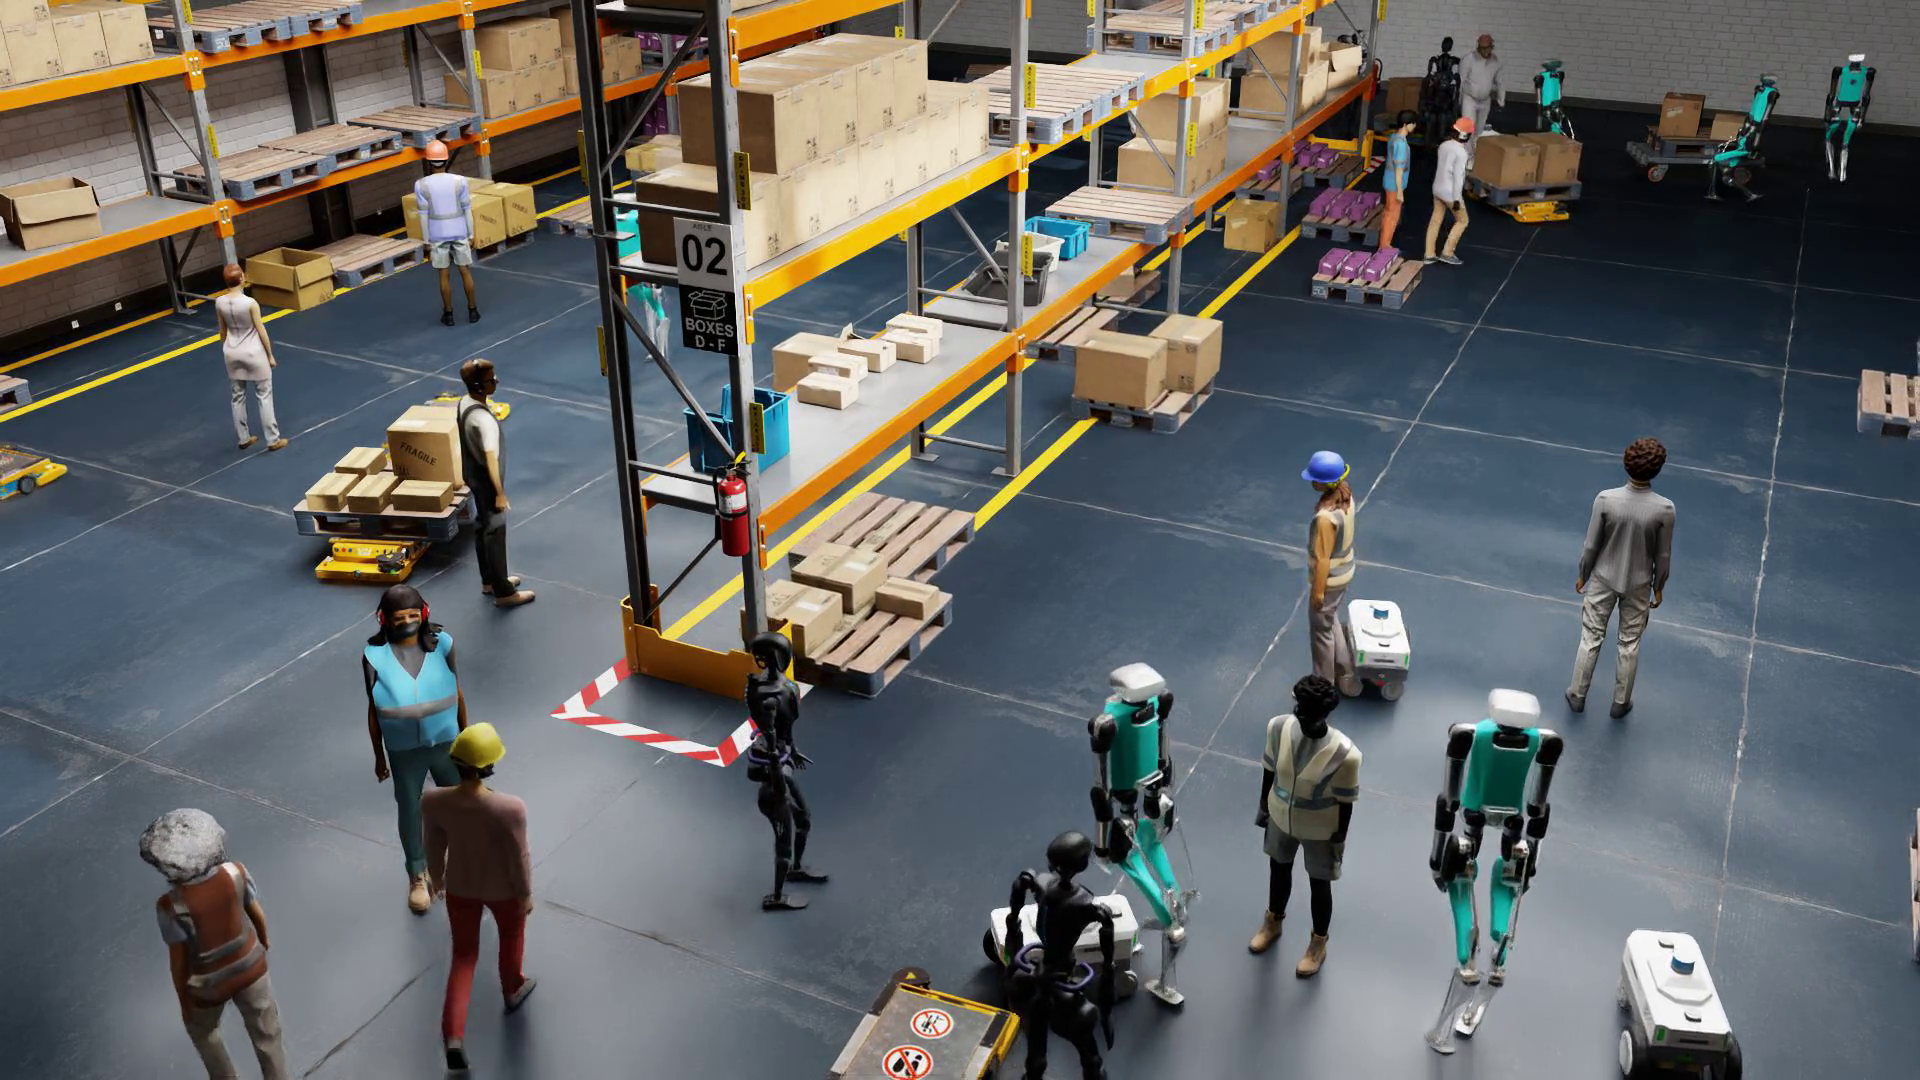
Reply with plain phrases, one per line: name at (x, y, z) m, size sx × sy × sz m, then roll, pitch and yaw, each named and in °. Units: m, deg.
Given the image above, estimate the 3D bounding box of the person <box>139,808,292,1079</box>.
person at (-3.262, 1.888, 7.374) m, size 0.547 × 1.666 × 0.481 m, roll 24°, pitch 35°, yaw 39°

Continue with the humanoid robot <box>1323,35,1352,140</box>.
humanoid robot at (5.569, -6.605, 24.519) m, size 0.350 × 1.650 × 0.590 m, roll 10°, pitch 28°, yaw 18°

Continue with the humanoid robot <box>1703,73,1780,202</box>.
humanoid robot at (10.082, -5.171, 21.596) m, size 1.028 × 1.734 × 0.538 m, roll 1°, pitch 26°, yaw 2°

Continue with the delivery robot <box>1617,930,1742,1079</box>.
delivery robot at (3.410, 2.238, 7.948) m, size 0.499 × 0.606 × 0.801 m, roll 4°, pitch 27°, yaw 7°

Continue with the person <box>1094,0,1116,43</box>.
person at (2.517, -8.948, 28.981) m, size 0.410 × 1.931 × 0.533 m, roll -5°, pitch 27°, yaw -10°

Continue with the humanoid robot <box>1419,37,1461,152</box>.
humanoid robot at (7.041, -6.499, 24.332) m, size 0.610 × 1.628 × 0.472 m, roll -2°, pitch 26°, yaw -4°

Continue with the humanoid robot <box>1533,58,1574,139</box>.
humanoid robot at (8.009, -5.464, 22.195) m, size 0.536 × 1.791 × 0.808 m, roll -17°, pitch 31°, yaw -31°

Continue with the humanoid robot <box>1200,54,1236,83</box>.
humanoid robot at (3.542, -6.302, 23.863) m, size 0.541 × 1.765 × 0.932 m, roll 23°, pitch 34°, yaw 38°

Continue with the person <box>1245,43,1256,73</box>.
person at (4.722, -7.622, 26.367) m, size 0.391 × 1.875 × 0.564 m, roll -6°, pitch 27°, yaw -13°

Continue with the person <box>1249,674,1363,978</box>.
person at (1.721, 1.408, 8.328) m, size 0.533 × 1.692 × 0.320 m, roll 21°, pitch 33°, yaw 36°

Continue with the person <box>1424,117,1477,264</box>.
person at (5.708, -4.041, 19.289) m, size 0.510 × 1.722 × 0.584 m, roll -9°, pitch 28°, yaw -17°

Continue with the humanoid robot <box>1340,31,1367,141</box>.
humanoid robot at (5.889, -6.829, 24.995) m, size 0.611 × 1.629 × 0.598 m, roll 20°, pitch 32°, yaw 34°

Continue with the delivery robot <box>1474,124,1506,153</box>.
delivery robot at (7.572, -5.654, 23.897) m, size 0.811 × 0.613 × 0.499 m, roll 11°, pitch 28°, yaw 20°

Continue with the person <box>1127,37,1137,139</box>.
person at (2.689, -7.085, 25.373) m, size 0.516 × 1.796 × 0.914 m, roll -4°, pitch 27°, yaw -8°

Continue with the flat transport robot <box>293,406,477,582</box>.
flat transport robot at (-4.387, -0.083, 12.945) m, size 0.659 × 0.231 × 1.431 m, roll 3°, pitch 26°, yaw 6°

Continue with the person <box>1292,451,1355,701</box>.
person at (2.352, 0.238, 10.609) m, size 0.440 × 1.761 × 0.509 m, roll 13°, pitch 29°, yaw 25°

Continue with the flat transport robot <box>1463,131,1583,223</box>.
flat transport robot at (7.280, -4.433, 21.733) m, size 0.659 × 0.231 × 1.431 m, roll -6°, pitch 27°, yaw -12°

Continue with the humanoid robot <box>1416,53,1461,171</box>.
humanoid robot at (6.718, -6.021, 23.366) m, size 0.612 × 1.629 × 0.460 m, roll 1°, pitch 26°, yaw 1°

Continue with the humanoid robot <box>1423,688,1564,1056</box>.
humanoid robot at (2.516, 1.648, 7.821) m, size 0.593 × 1.800 × 0.831 m, roll 0°, pitch 26°, yaw 0°

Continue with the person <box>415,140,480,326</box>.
person at (-5.342, -3.194, 17.351) m, size 0.544 × 1.938 × 0.359 m, roll -11°, pitch 28°, yaw -21°

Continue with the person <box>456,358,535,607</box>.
person at (-3.348, -0.412, 11.833) m, size 0.350 × 1.846 × 0.504 m, roll -15°, pitch 30°, yaw -27°

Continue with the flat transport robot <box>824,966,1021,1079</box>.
flat transport robot at (-0.264, 2.545, 7.638) m, size 0.659 × 0.231 × 1.431 m, roll 10°, pitch 28°, yaw 19°

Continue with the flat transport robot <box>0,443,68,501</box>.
flat transport robot at (-8.134, -0.405, 13.595) m, size 0.659 × 0.231 × 1.431 m, roll 10°, pitch 28°, yaw 19°

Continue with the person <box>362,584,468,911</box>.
person at (-2.846, 1.081, 8.794) m, size 0.516 × 1.866 × 0.391 m, roll -13°, pitch 29°, yaw -24°

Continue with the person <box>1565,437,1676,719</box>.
person at (4.148, 0.256, 10.427) m, size 0.535 × 1.899 × 0.394 m, roll 10°, pitch 28°, yaw 19°

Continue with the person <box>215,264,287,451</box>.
person at (-6.168, -1.572, 14.396) m, size 0.438 × 1.651 × 0.288 m, roll 4°, pitch 27°, yaw 8°

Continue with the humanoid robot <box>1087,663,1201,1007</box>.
humanoid robot at (1.014, 1.509, 8.106) m, size 0.530 × 1.771 × 0.854 m, roll -23°, pitch 35°, yaw -38°

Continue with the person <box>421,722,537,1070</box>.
person at (-2.259, 1.656, 7.794) m, size 0.538 × 1.736 × 0.765 m, roll 2°, pitch 26°, yaw 5°

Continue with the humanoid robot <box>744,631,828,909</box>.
humanoid robot at (-0.927, 1.212, 8.733) m, size 0.357 × 1.650 × 0.603 m, roll -1°, pitch 26°, yaw -2°

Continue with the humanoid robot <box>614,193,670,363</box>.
humanoid robot at (-3.088, -2.554, 16.343) m, size 0.556 × 1.832 × 0.772 m, roll 9°, pitch 28°, yaw 18°

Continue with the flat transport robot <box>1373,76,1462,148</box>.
flat transport robot at (6.988, -6.079, 25.058) m, size 1.431 × 0.231 × 0.659 m, roll 21°, pitch 33°, yaw 36°

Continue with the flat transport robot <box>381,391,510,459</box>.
flat transport robot at (-4.556, -0.958, 14.714) m, size 0.659 × 0.231 × 1.431 m, roll 3°, pitch 26°, yaw 6°

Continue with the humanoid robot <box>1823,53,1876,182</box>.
humanoid robot at (12.148, -5.823, 22.900) m, size 0.559 × 1.804 × 0.760 m, roll 10°, pitch 28°, yaw 19°

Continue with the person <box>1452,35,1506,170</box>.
person at (7.335, -6.110, 23.318) m, size 0.730 × 1.866 × 0.765 m, roll -7°, pitch 27°, yaw -13°

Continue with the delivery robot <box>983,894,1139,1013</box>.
delivery robot at (0.516, 2.024, 8.351) m, size 0.774 × 0.581 × 0.499 m, roll -5°, pitch 27°, yaw -9°

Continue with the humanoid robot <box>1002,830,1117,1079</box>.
humanoid robot at (0.426, 1.947, 7.293) m, size 0.599 × 1.641 × 0.587 m, roll 18°, pitch 31°, yaw 32°

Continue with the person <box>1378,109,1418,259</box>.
person at (5.122, -4.161, 19.505) m, size 0.332 × 1.759 × 0.497 m, roll 3°, pitch 27°, yaw 7°

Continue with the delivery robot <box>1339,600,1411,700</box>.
delivery robot at (2.755, 0.689, 11.055) m, size 0.525 × 0.587 × 0.752 m, roll 3°, pitch 26°, yaw 6°
